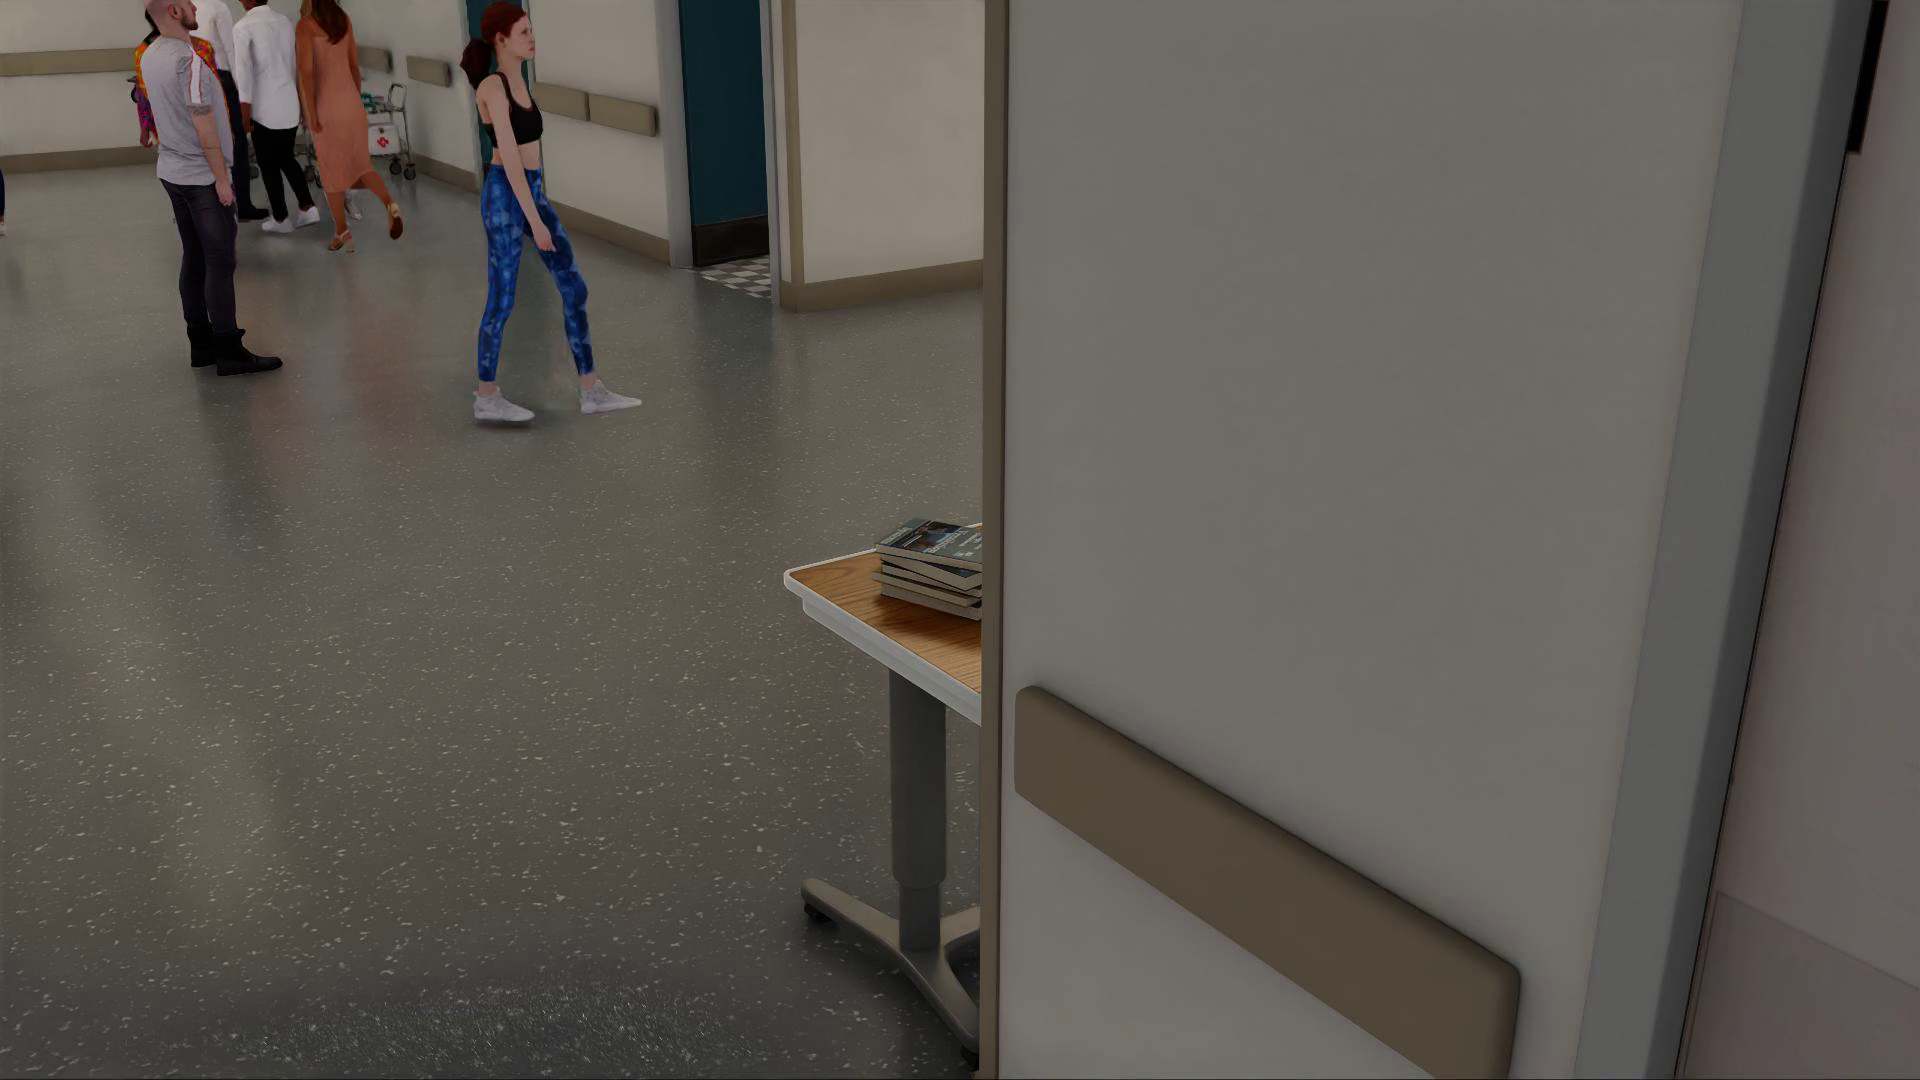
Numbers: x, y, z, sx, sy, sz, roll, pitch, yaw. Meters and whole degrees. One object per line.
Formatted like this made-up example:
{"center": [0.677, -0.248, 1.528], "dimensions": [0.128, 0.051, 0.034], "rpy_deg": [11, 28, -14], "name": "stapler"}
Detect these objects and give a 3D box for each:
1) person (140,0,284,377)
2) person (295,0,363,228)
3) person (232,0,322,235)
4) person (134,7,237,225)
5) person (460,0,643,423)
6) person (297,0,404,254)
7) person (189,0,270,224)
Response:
{"center": [-3.655, -1.720, 7.955], "dimensions": [0.589, 1.832, 0.757], "rpy_deg": [19, 28, 41], "name": "person"}
{"center": [-4.456, -3.031, 11.672], "dimensions": [0.608, 1.651, 0.659], "rpy_deg": [-12, 24, -29], "name": "person"}
{"center": [-4.598, -2.949, 11.264], "dimensions": [0.883, 1.787, 0.799], "rpy_deg": [14, 25, 33], "name": "person"}
{"center": [-4.853, -2.591, 10.475], "dimensions": [1.184, 1.660, 0.839], "rpy_deg": [18, 27, 39], "name": "person"}
{"center": [-1.956, -1.329, 7.028], "dimensions": [1.000, 1.756, 0.950], "rpy_deg": [4, 21, 9], "name": "person"}
{"center": [-3.904, -2.711, 10.595], "dimensions": [1.027, 1.815, 0.790], "rpy_deg": [14, 25, 33], "name": "person"}
{"center": [-5.275, -3.171, 11.693], "dimensions": [0.767, 1.859, 0.837], "rpy_deg": [6, 21, 14], "name": "person"}
